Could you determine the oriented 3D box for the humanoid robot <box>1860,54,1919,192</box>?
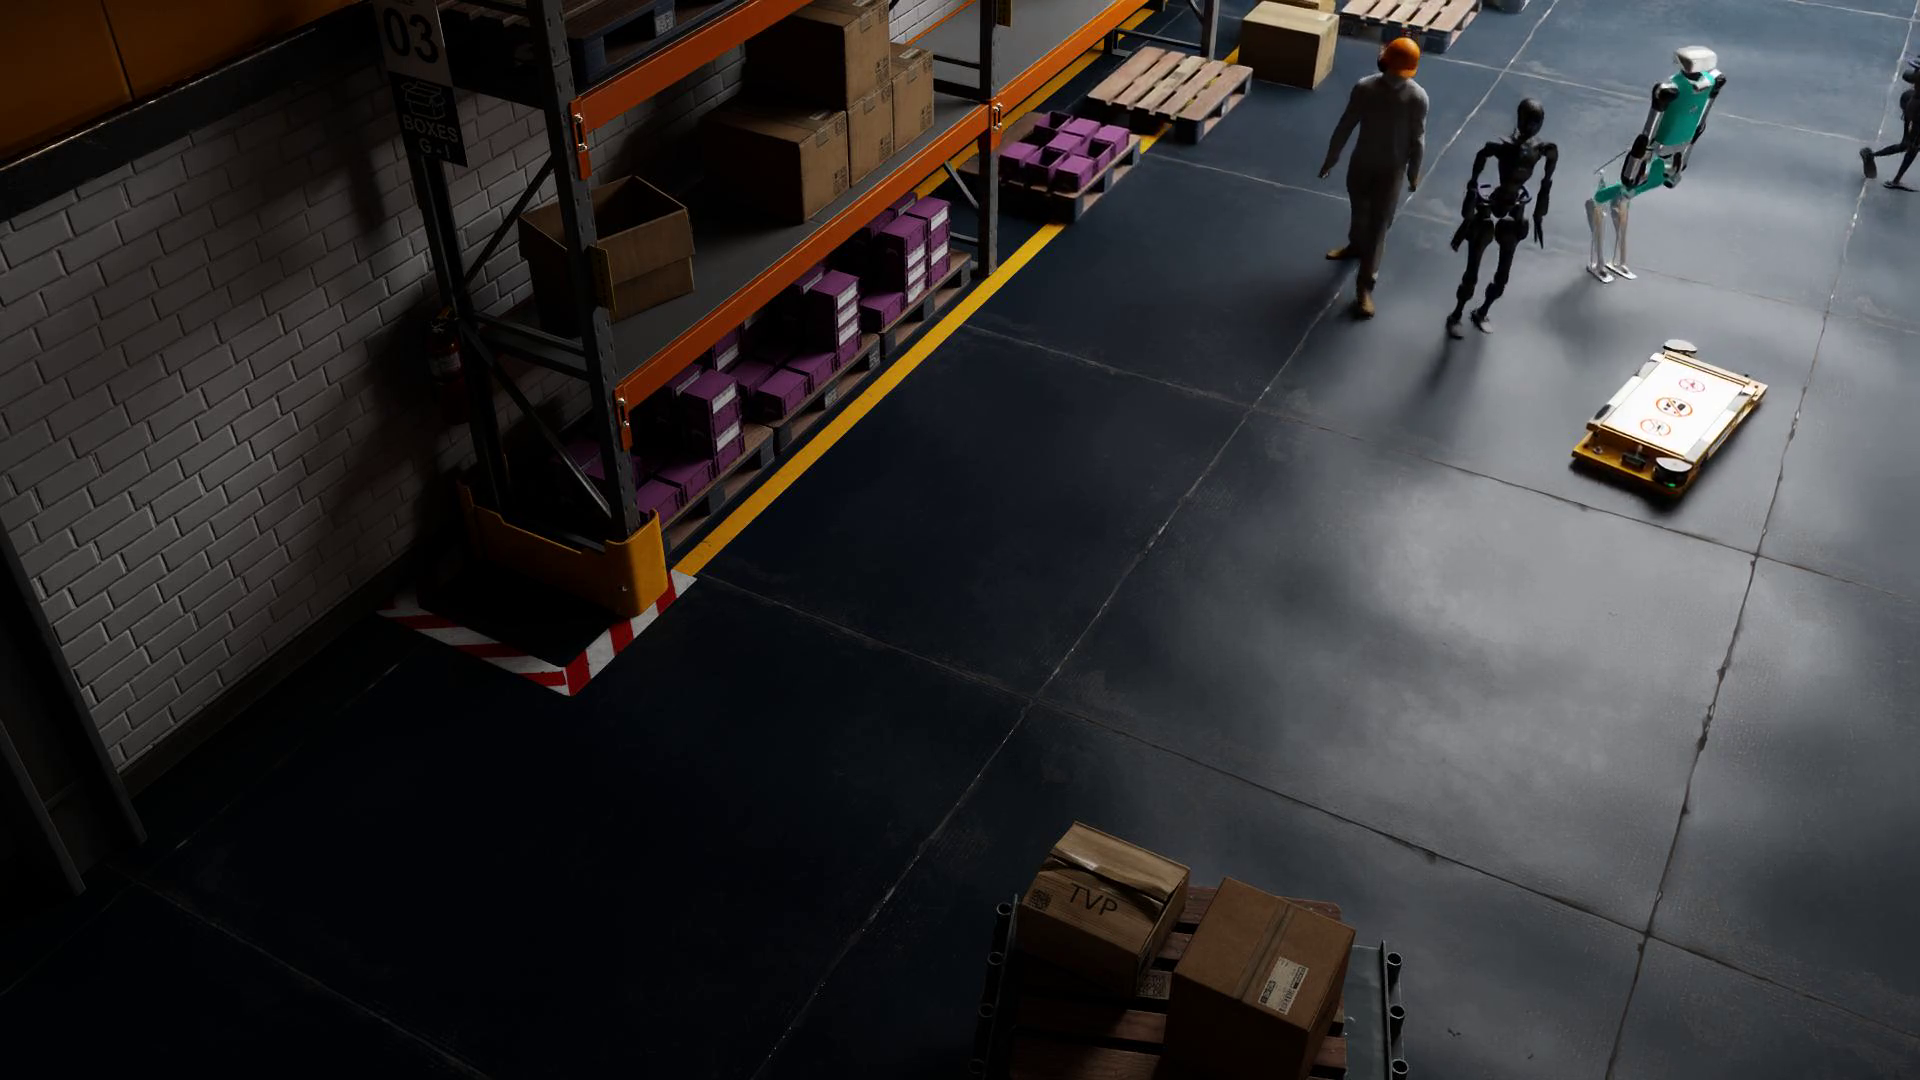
[{"bbox_3d":[7.153,-3.396,12.359,0.493,1.641,0.614,31,48,33],"label":"humanoid robot"}]

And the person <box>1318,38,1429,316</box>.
[{"bbox_3d":[2.743,-2.509,11.118,0.628,1.833,0.919,21,43,24],"label":"person"}]

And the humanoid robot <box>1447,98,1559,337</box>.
[{"bbox_3d":[3.476,-2.071,10.699,0.603,1.658,0.347,-2,39,-3],"label":"humanoid robot"}]

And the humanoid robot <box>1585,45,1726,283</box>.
[{"bbox_3d":[4.575,-2.552,11.246,0.546,1.784,0.740,-16,41,-19],"label":"humanoid robot"}]

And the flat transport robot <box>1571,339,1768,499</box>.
[{"bbox_3d":[4.364,-0.761,10.171,0.659,0.231,1.431,28,46,30],"label":"flat transport robot"}]
